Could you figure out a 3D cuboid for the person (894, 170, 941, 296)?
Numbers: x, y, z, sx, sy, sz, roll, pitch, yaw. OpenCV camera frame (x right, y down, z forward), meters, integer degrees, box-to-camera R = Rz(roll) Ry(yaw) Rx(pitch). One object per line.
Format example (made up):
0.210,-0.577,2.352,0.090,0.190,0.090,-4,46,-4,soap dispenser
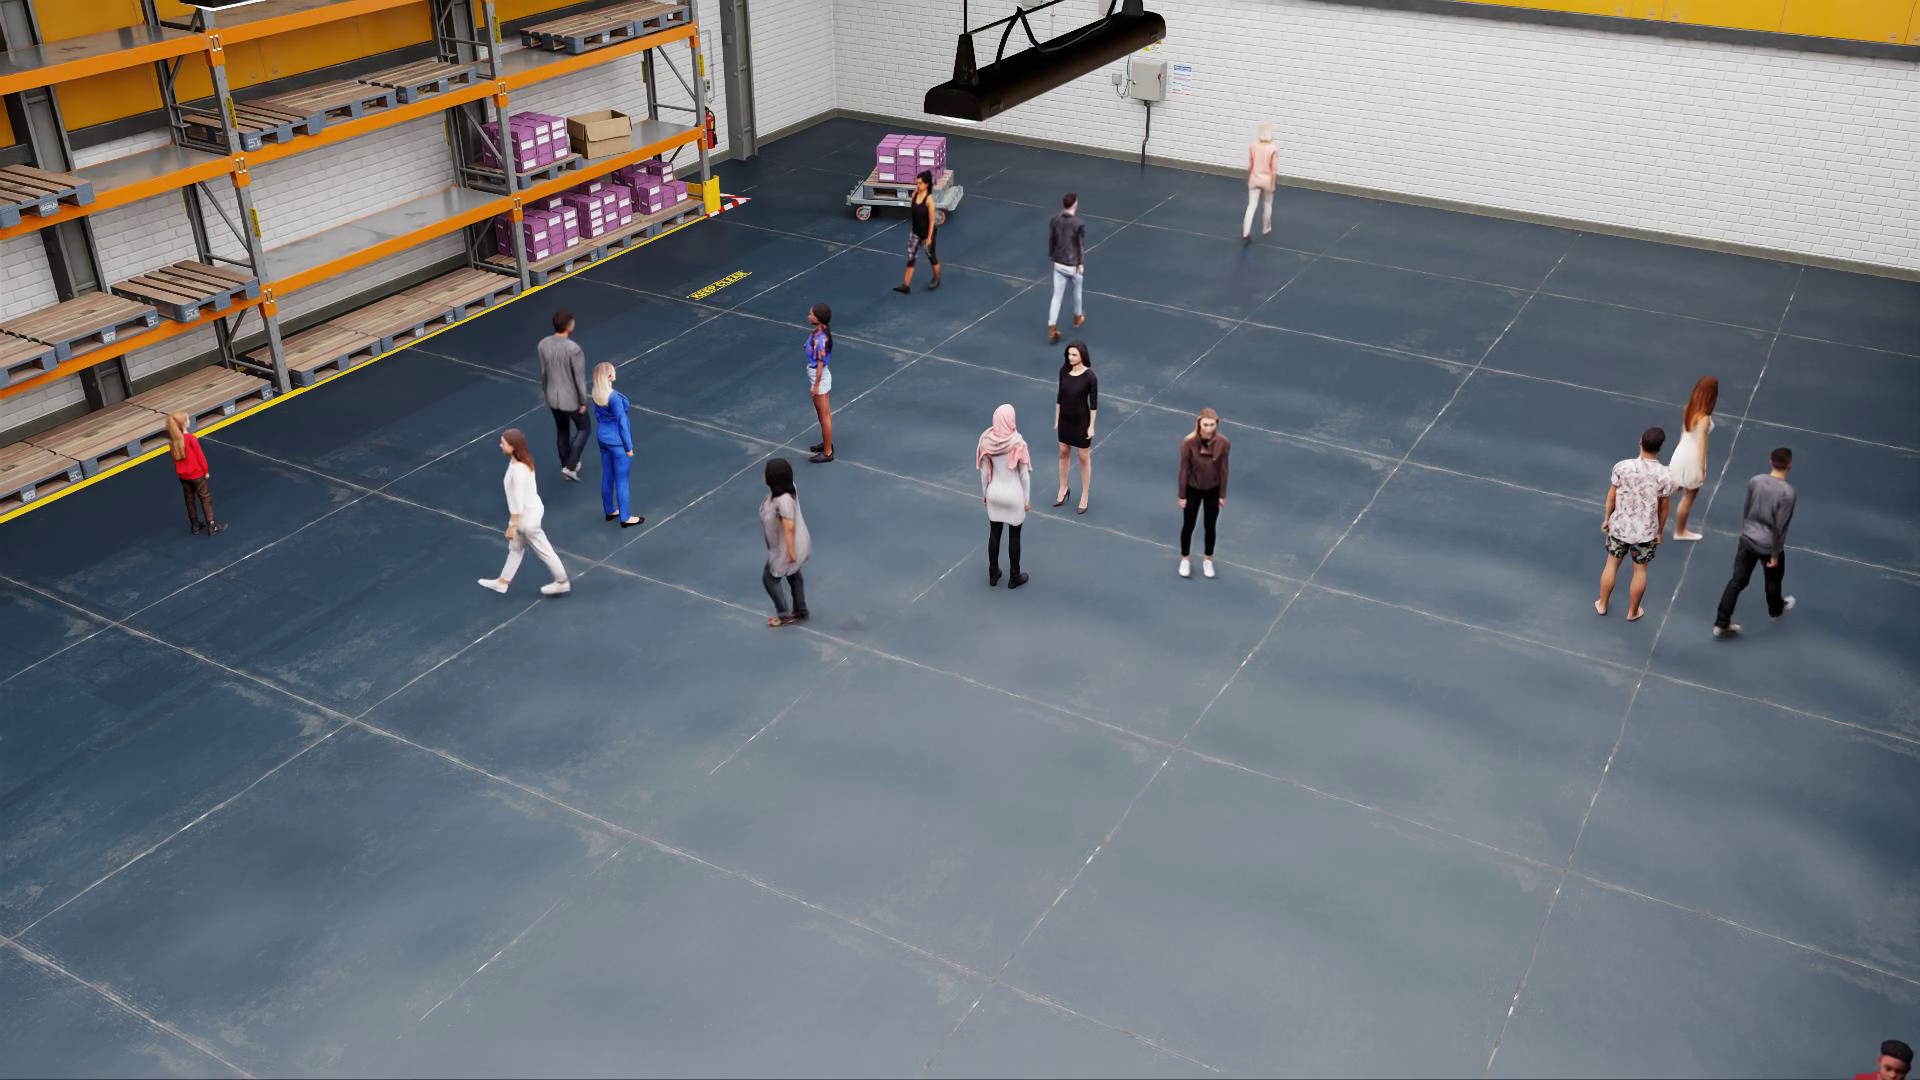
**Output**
-0.418,-4.053,21.919,0.752,1.627,1.100,23,36,36,person

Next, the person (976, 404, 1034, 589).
0.414,-0.396,15.030,0.660,1.804,0.636,11,30,19,person

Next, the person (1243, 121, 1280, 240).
4.273,-5.098,23.766,0.628,1.692,1.042,14,31,23,person

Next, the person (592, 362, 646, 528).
-3.364,-0.934,16.123,0.670,1.701,0.629,25,37,38,person

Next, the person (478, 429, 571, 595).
-3.783,-0.215,14.858,1.097,1.650,1.055,-6,29,-11,person

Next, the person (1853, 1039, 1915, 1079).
4.946,3.188,9.047,0.549,1.241,0.809,12,31,21,person

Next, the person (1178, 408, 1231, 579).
2.225,-0.449,15.234,0.675,1.701,0.684,0,29,-1,person

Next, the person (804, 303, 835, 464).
-1.455,-1.662,17.415,0.729,1.742,0.629,-2,29,-3,person

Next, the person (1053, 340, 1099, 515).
1.145,-1.125,16.364,0.617,1.806,0.539,21,35,33,person

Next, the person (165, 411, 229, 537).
-7.412,-0.650,16.041,0.553,1.282,0.578,6,29,10,person

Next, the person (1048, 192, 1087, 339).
1.276,-3.334,20.420,0.712,1.800,1.118,14,32,24,person

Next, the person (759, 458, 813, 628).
-1.443,0.018,14.492,0.802,1.592,0.721,2,29,4,person

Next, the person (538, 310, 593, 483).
-4.011,-1.396,16.811,0.821,1.853,0.912,8,30,14,person

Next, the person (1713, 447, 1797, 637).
6.813,0.063,14.281,1.213,1.714,1.009,-14,32,-24,person

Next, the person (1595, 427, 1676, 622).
5.905,-0.141,14.549,0.660,1.816,0.546,15,32,25,person
